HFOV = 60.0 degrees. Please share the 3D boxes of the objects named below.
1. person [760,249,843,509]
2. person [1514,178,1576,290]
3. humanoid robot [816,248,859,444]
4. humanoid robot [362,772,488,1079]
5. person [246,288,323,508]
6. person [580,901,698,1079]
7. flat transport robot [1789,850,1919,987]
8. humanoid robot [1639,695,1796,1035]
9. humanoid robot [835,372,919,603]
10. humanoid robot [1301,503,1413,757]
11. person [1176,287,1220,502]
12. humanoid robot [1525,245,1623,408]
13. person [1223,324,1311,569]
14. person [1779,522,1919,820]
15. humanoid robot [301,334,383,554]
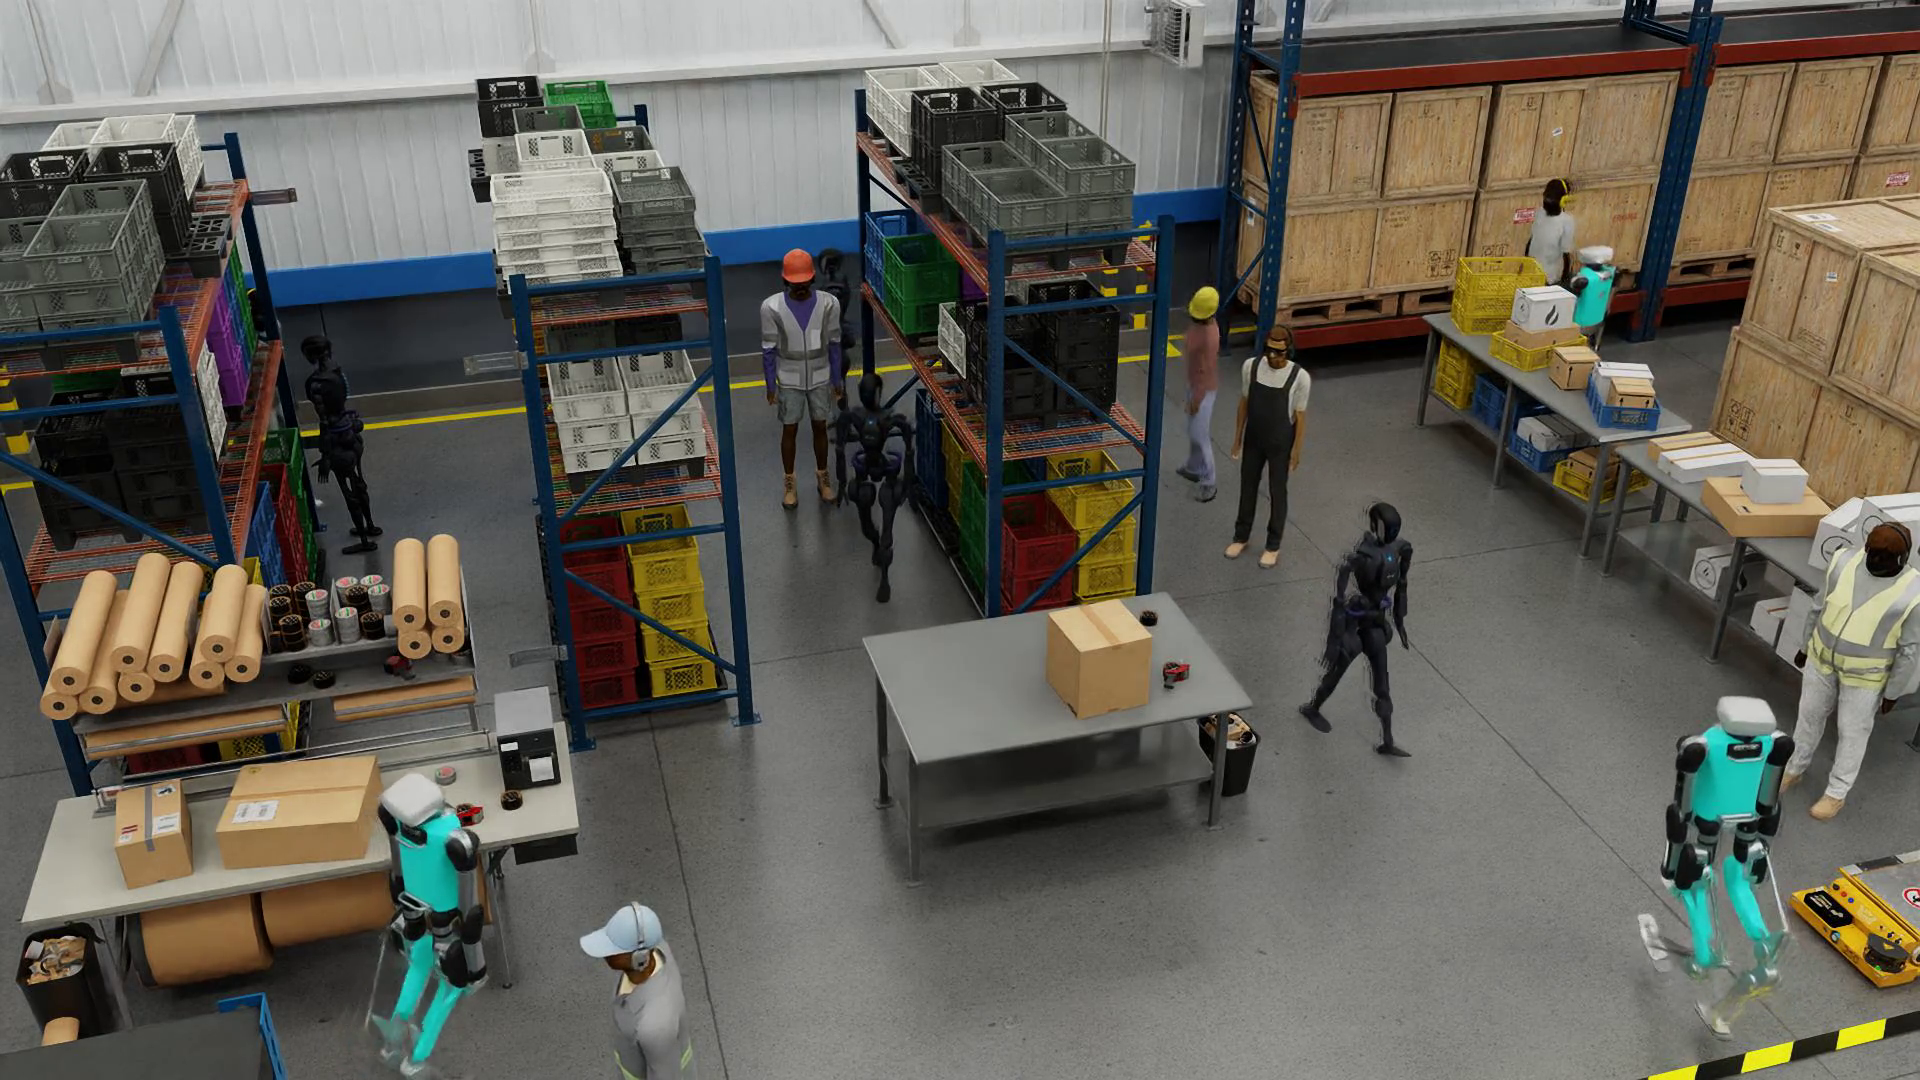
[{"bbox_3d":[-1.172,-1.210,12.524,0.607,2.043,0.373,-7,30,-13],"label":"person"},{"bbox_3d":[5.212,-2.343,14.789,0.777,1.841,0.516,-9,30,-16],"label":"person"},{"bbox_3d":[-1.026,-1.568,13.551,0.361,1.652,0.609,-6,29,-11],"label":"humanoid robot"},{"bbox_3d":[-2.388,1.893,7.209,0.530,1.812,0.706,17,33,28],"label":"humanoid robot"},{"bbox_3d":[-5.096,-1.000,12.339,0.355,1.856,0.512,8,30,13],"label":"person"},{"bbox_3d":[-1.224,2.166,6.576,0.372,1.852,0.590,-9,30,-15],"label":"person"},{"bbox_3d":[5.163,1.916,8.676,1.431,0.231,0.659,-8,30,-14],"label":"flat transport robot"},{"bbox_3d":[3.583,1.590,7.679,0.540,1.714,0.770,-2,29,-4],"label":"humanoid robot"},{"bbox_3d":[-0.560,-0.436,11.534,0.589,1.635,0.730,4,29,6],"label":"humanoid robot"},{"bbox_3d":[2.395,0.521,9.798,0.603,1.621,0.786,-15,32,-25],"label":"humanoid robot"},{"bbox_3d":[1.840,-1.167,12.780,0.319,1.722,0.641,-1,29,-2],"label":"person"},{"bbox_3d":[4.879,-1.630,13.668,0.548,1.776,1.054,-16,33,-27],"label":"humanoid robot"},{"bbox_3d":[2.177,-0.671,11.753,0.503,1.842,0.347,18,34,29],"label":"person"},{"bbox_3d":[4.954,0.710,9.251,0.429,1.834,0.631,-16,33,-27],"label":"person"},{"bbox_3d":[-4.467,-0.698,11.956,0.315,1.655,0.599,-2,29,-3],"label":"humanoid robot"}]
